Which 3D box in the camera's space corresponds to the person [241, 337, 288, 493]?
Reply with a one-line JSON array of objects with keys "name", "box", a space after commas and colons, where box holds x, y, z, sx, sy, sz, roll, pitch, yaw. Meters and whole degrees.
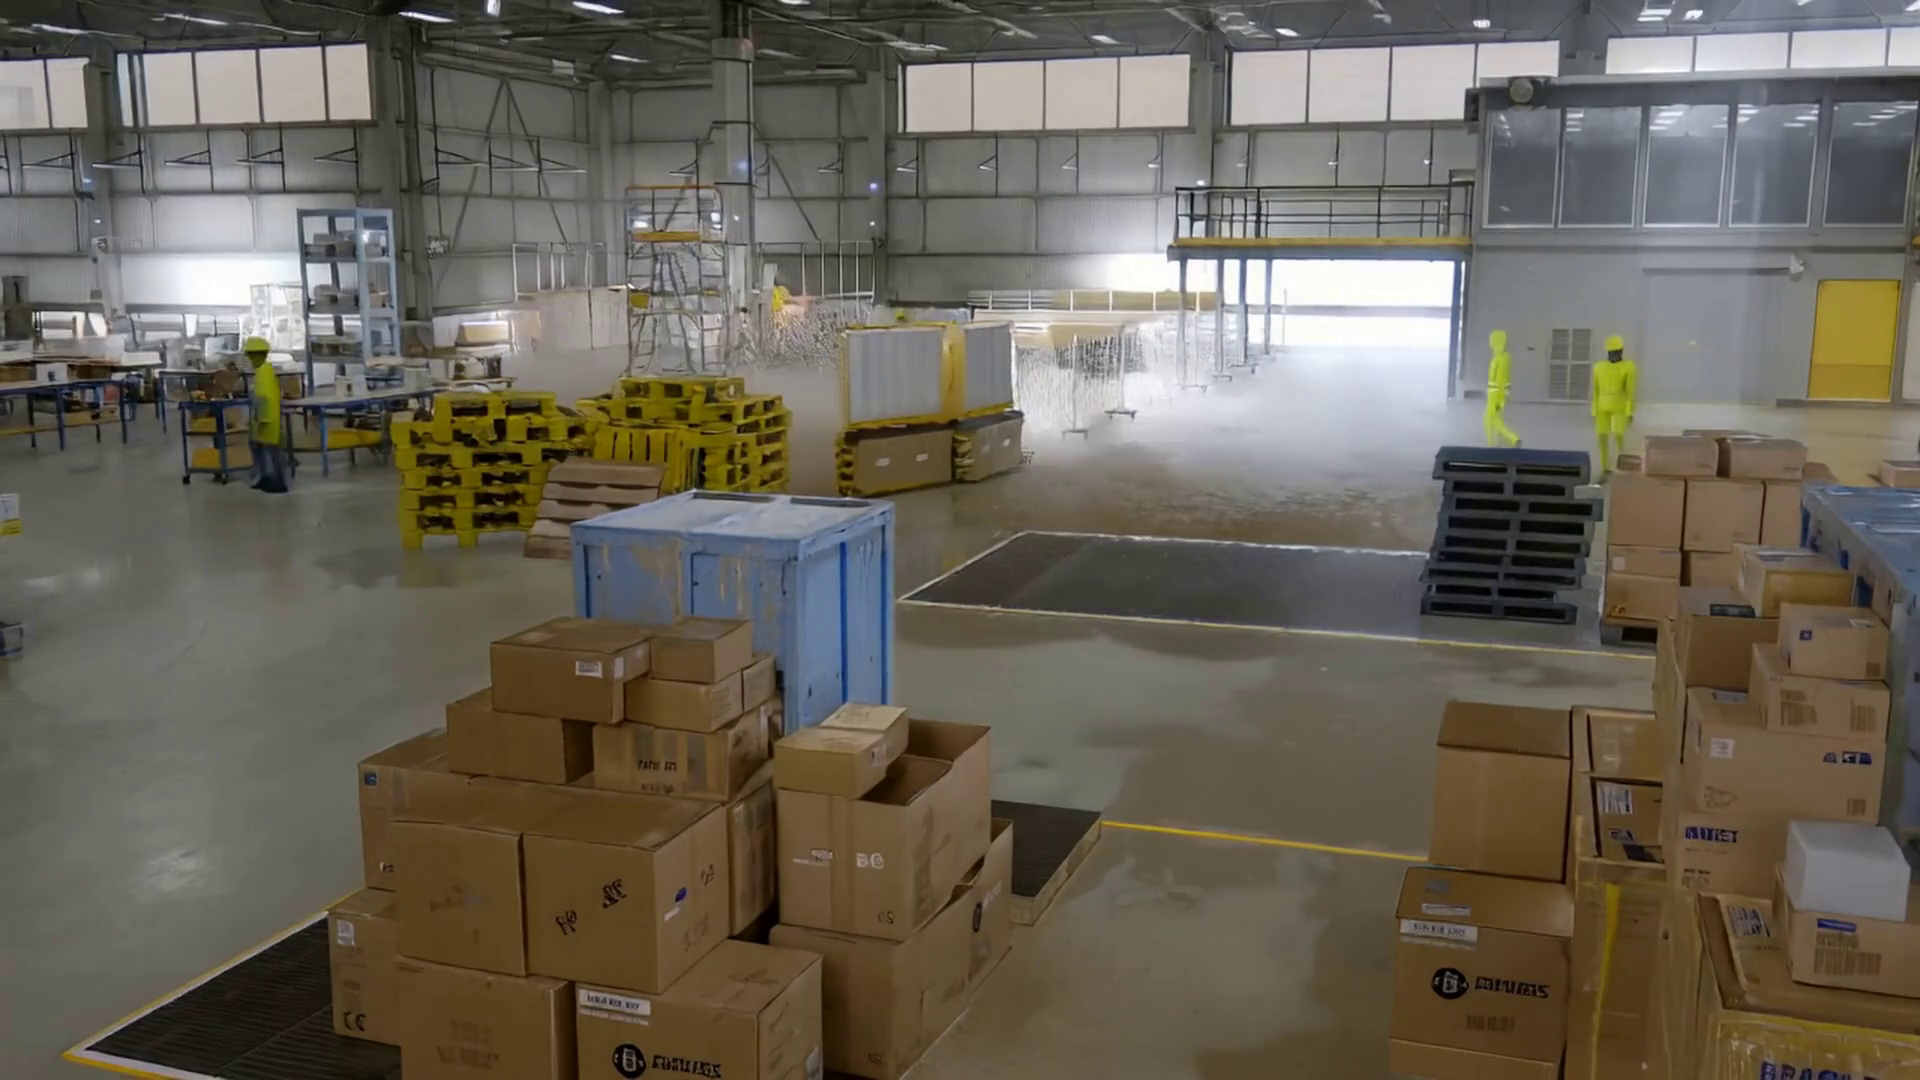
[{"name": "person", "box": [-8.528, -1.510, 20.277, 0.579, 1.915, 0.557, -4, 11, -21]}]

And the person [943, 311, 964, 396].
[{"name": "person", "box": [-0.151, -3.768, 33.581, 0.490, 1.712, 0.773, 3, 10, 16]}]

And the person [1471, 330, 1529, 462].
[{"name": "person", "box": [7.504, -1.969, 23.026, 0.652, 1.864, 0.589, 1, 10, 3]}]

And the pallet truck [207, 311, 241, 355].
[{"name": "pallet truck", "box": [-19.537, -5.575, 44.913, 0.653, 1.274, 1.630, 3, 11, 19]}]

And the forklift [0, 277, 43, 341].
[{"name": "forklift", "box": [-27.151, -6.329, 46.328, 1.157, 1.987, 2.680, 3, 11, 17]}]

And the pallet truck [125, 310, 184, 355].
[{"name": "pallet truck", "box": [-22.038, -5.665, 45.457, 0.704, 1.261, 1.522, 3, 11, 17]}]

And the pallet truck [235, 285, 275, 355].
[{"name": "pallet truck", "box": [-18.327, -5.835, 44.421, 0.823, 1.965, 1.885, 4, 11, 23]}]

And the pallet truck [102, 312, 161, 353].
[{"name": "pallet truck", "box": [-23.057, -5.777, 46.261, 0.680, 1.201, 1.601, 3, 11, 19]}]

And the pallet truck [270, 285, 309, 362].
[{"name": "pallet truck", "box": [-17.147, -5.700, 43.663, 0.823, 1.965, 1.885, 3, 11, 17]}]

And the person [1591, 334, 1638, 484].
[{"name": "person", "box": [8.308, -1.662, 21.141, 0.562, 1.918, 0.473, 8, 13, 38]}]

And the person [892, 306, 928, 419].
[{"name": "person", "box": [-0.900, -3.111, 29.154, 0.622, 1.971, 0.739, 7, 12, 34]}]
